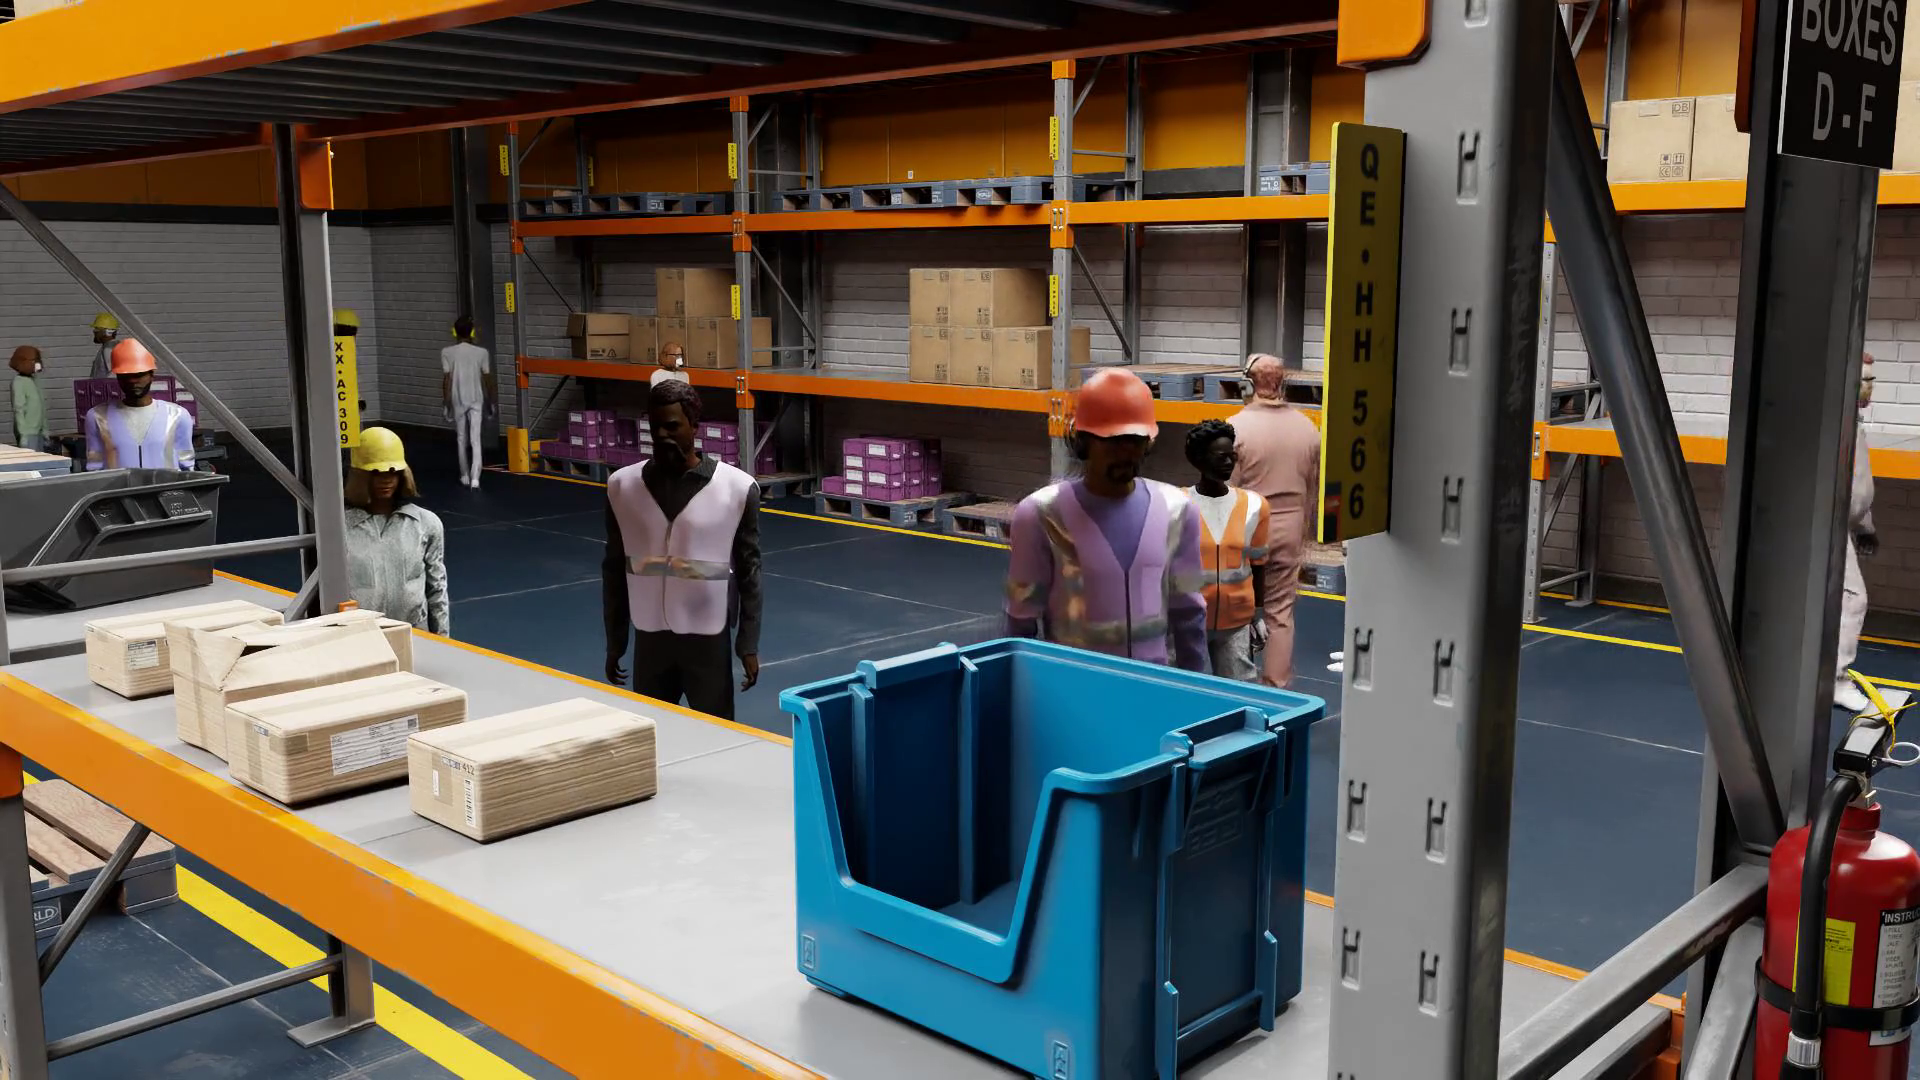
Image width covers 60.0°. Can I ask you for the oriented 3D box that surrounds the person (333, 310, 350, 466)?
[{"bbox_3d":[-7.418,-1.795,19.662,0.403,1.828,0.596,-3,10,-18],"label":"person"}]

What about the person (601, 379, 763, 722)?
[{"bbox_3d":[-1.027,0.362,6.166,0.597,1.917,0.378,1,9,7],"label":"person"}]

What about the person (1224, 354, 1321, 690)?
[{"bbox_3d":[1.493,-0.006,8.517,0.665,1.882,0.646,-4,10,-23],"label":"person"}]

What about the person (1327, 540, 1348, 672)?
[{"bbox_3d":[2.270,-0.054,9.592,0.281,1.631,0.506,3,10,17],"label":"person"}]

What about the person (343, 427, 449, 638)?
[{"bbox_3d":[-2.154,0.439,6.250,0.486,1.737,0.346,-6,11,-33],"label":"person"}]

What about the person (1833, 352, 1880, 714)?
[{"bbox_3d":[4.659,-0.045,8.757,0.744,1.881,0.662,6,11,34],"label":"person"}]

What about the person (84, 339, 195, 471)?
[{"bbox_3d":[-4.468,-0.129,9.116,0.544,1.938,0.361,-5,10,-26],"label":"person"}]

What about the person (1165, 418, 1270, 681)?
[{"bbox_3d":[1.043,0.335,7.000,0.538,1.700,0.317,-1,9,-6],"label":"person"}]

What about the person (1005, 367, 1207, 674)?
[{"bbox_3d":[0.464,0.489,5.063,0.617,2.028,0.428,-4,10,-21],"label":"person"}]

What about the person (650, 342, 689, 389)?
[{"bbox_3d":[-2.753,-1.078,15.894,0.277,1.629,0.497,7,11,36],"label":"person"}]

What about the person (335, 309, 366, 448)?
[{"bbox_3d":[-6.901,-1.618,18.427,0.943,1.877,0.620,1,9,5],"label":"person"}]

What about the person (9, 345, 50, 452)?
[{"bbox_3d":[-8.435,-0.953,15.114,0.278,1.632,0.506,-2,9,-11],"label":"person"}]

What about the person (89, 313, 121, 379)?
[{"bbox_3d":[-9.344,-1.576,18.298,0.404,1.836,0.600,-4,10,-22],"label":"person"}]

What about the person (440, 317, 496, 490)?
[{"bbox_3d":[-5.186,-1.442,17.562,0.537,1.817,0.998,-3,10,-18],"label":"person"}]
